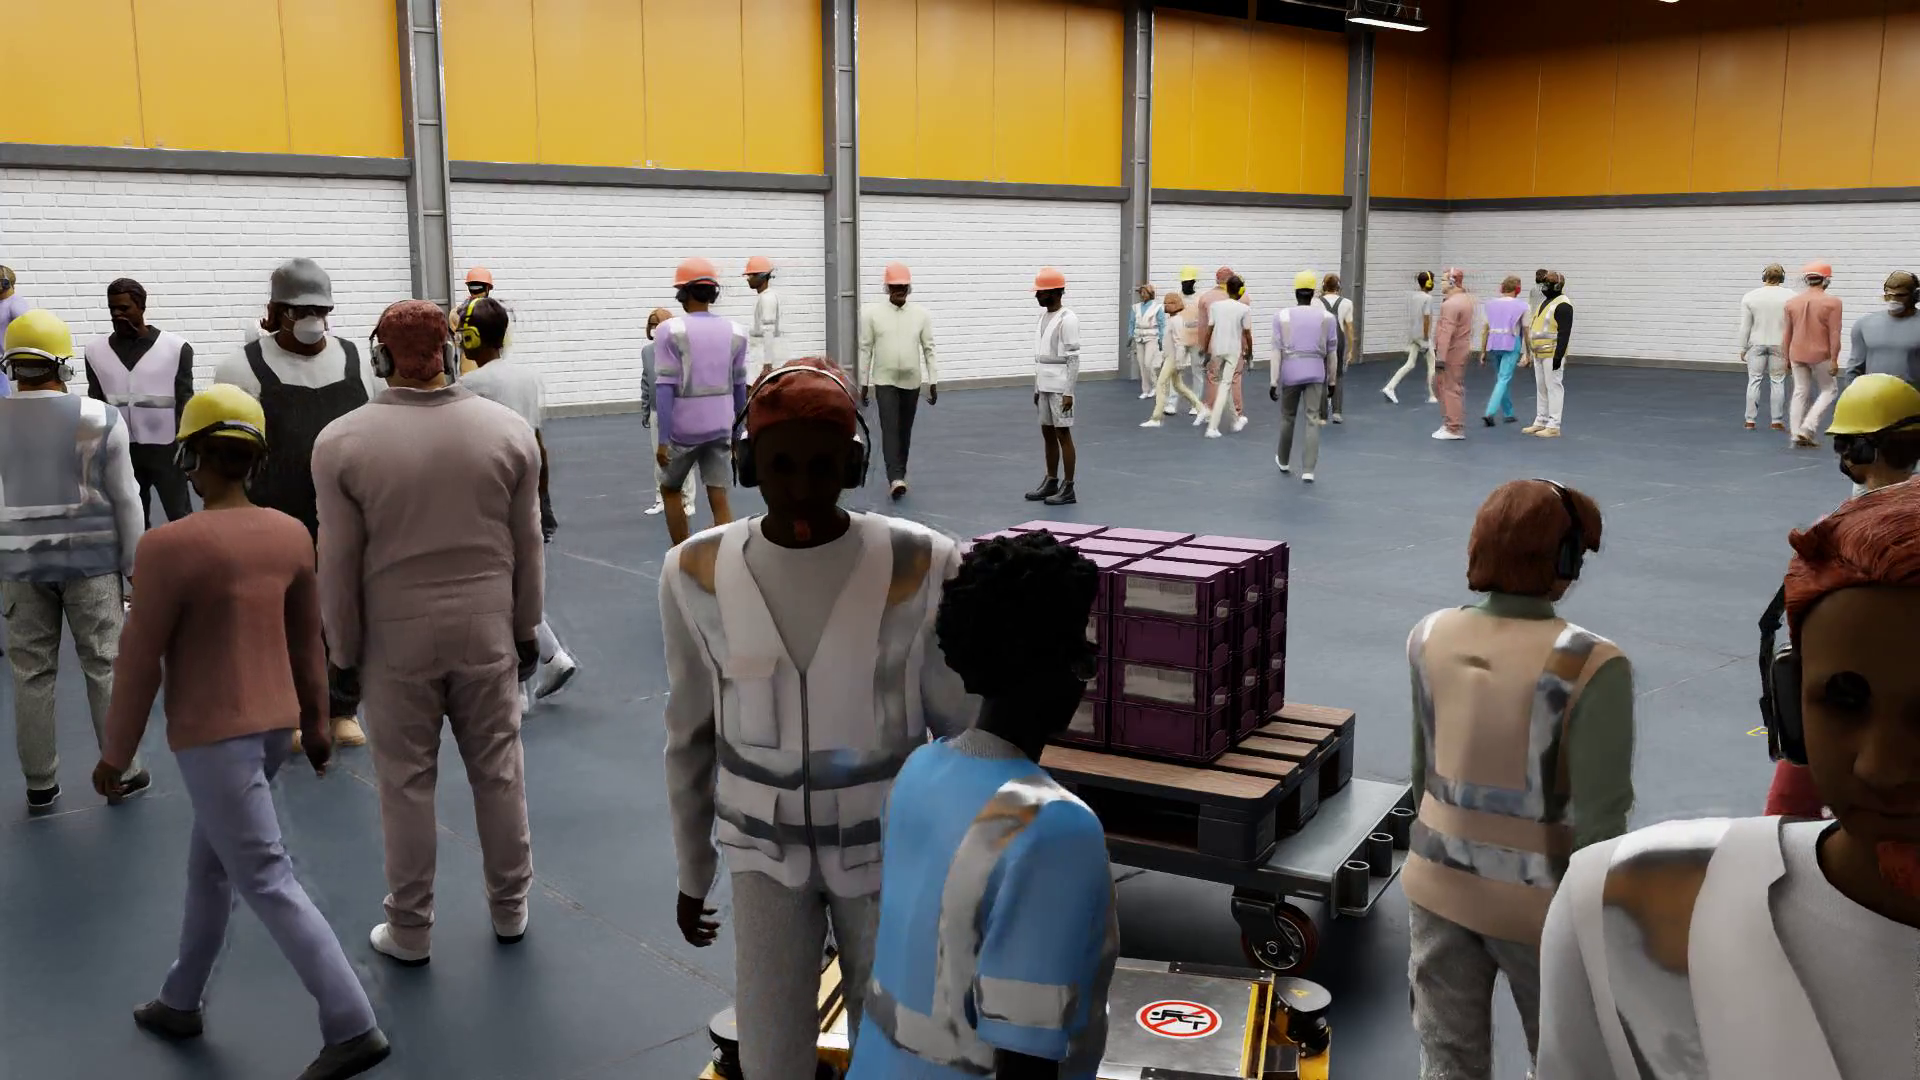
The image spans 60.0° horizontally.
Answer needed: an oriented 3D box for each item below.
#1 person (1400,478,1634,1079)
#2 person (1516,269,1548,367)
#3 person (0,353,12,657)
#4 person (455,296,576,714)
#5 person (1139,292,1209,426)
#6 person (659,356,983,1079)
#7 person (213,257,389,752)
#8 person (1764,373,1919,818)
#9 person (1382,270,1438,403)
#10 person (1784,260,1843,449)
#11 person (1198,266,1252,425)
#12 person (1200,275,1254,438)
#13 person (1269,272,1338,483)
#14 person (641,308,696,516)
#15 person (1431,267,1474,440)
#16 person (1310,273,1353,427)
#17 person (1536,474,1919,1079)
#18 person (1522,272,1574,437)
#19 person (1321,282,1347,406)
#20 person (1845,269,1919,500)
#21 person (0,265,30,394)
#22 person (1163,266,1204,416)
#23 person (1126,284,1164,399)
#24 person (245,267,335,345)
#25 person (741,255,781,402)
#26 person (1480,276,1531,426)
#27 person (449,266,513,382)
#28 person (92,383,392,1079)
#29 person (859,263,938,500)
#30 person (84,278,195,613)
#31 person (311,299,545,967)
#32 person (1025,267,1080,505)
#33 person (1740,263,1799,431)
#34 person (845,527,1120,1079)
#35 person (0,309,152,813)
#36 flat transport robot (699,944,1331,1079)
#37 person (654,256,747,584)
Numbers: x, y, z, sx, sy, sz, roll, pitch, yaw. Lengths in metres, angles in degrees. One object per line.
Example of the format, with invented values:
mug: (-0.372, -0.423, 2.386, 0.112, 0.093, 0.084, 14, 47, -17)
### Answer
person: (1.034, 0.686, 3.145, 0.533, 1.608, 0.521, -8, 13, -40)
person: (10.599, -4.020, 30.215, 0.628, 1.809, 0.955, -6, 11, -30)
person: (-5.148, -0.380, 8.545, 0.796, 1.916, 0.548, 9, 14, 44)
person: (-2.023, -0.131, 7.302, 0.405, 1.845, 0.523, 3, 10, 19)
person: (2.571, -2.137, 19.734, 0.800, 1.606, 0.504, 0, 10, 3)
person: (-0.223, 0.573, 3.151, 0.630, 1.863, 0.828, 1, 10, 6)
person: (-2.602, -0.141, 6.764, 0.691, 2.000, 0.536, -8, 12, -38)
person: (2.399, 0.421, 4.424, 0.534, 1.719, 0.885, -3, 10, -15)
person: (6.283, -2.787, 22.887, 0.920, 1.838, 0.541, -3, 10, -17)
person: (8.923, -1.910, 17.401, 0.443, 1.942, 0.641, -6, 11, -30)
person: (3.181, -2.331, 20.002, 0.636, 1.903, 0.405, 2, 10, 14)
person: (3.036, -2.067, 18.730, 0.534, 1.802, 1.024, 7, 12, 36)
person: (3.121, -1.492, 15.159, 0.618, 1.871, 0.992, 1, 10, 4)
person: (-2.277, -0.987, 12.940, 0.497, 1.626, 0.288, 6, 11, 31)
person: (5.353, -2.046, 18.337, 0.508, 1.892, 0.671, 5, 11, 28)
person: (4.394, -2.260, 19.807, 0.527, 1.822, 0.538, 1, 10, 6)
person: (0.701, 0.886, 1.255, 0.608, 1.870, 0.586, 5, 11, 25)
person: (6.616, -2.082, 18.708, 0.429, 1.846, 0.627, -1, 10, -5)
person: (4.984, -2.650, 22.330, 0.353, 1.730, 0.505, -5, 11, -27)
person: (6.348, -0.864, 11.319, 0.629, 1.932, 0.377, 9, 13, 44)
person: (-8.871, -1.594, 15.570, 0.635, 1.938, 0.360, 8, 13, 40)
person: (2.854, -2.495, 20.981, 0.612, 1.885, 0.924, 5, 11, 29)
person: (2.620, -2.804, 23.565, 0.527, 1.622, 0.383, 8, 13, 40)
person: (-4.634, -0.924, 11.583, 0.600, 1.950, 0.496, -5, 11, -25)
person: (-2.034, -1.869, 16.919, 0.429, 2.028, 0.652, -2, 10, -12)
person: (6.519, -2.264, 19.934, 0.984, 1.797, 0.559, -9, 13, -43)
person: (-4.287, -1.485, 14.968, 0.543, 1.928, 0.372, 0, 10, -3)
person: (-1.769, 0.476, 4.125, 0.892, 1.714, 0.550, 3, 10, 17)
person: (-0.481, -1.306, 13.825, 0.647, 1.950, 0.962, -3, 10, -15)
person: (-4.610, -0.522, 9.419, 0.607, 1.905, 0.408, 0, 10, -3)
person: (-1.514, 0.268, 4.784, 0.639, 1.903, 0.409, -6, 11, -32)
person: (0.752, -1.250, 13.566, 0.374, 1.934, 0.549, -5, 11, -26)
person: (9.368, -2.227, 19.280, 0.630, 1.940, 0.373, 5, 11, 27)
person: (-0.031, 0.827, 2.180, 0.558, 1.661, 0.574, -4, 10, -21)
person: (-3.279, 0.083, 6.063, 0.587, 1.833, 0.404, -3, 10, -18)
flat transport robot: (0.160, 1.211, 4.022, 1.431, 0.197, 0.652, 2, 10, 13)
person: (-1.580, -0.665, 9.896, 0.637, 2.017, 0.711, -7, 12, -36)
